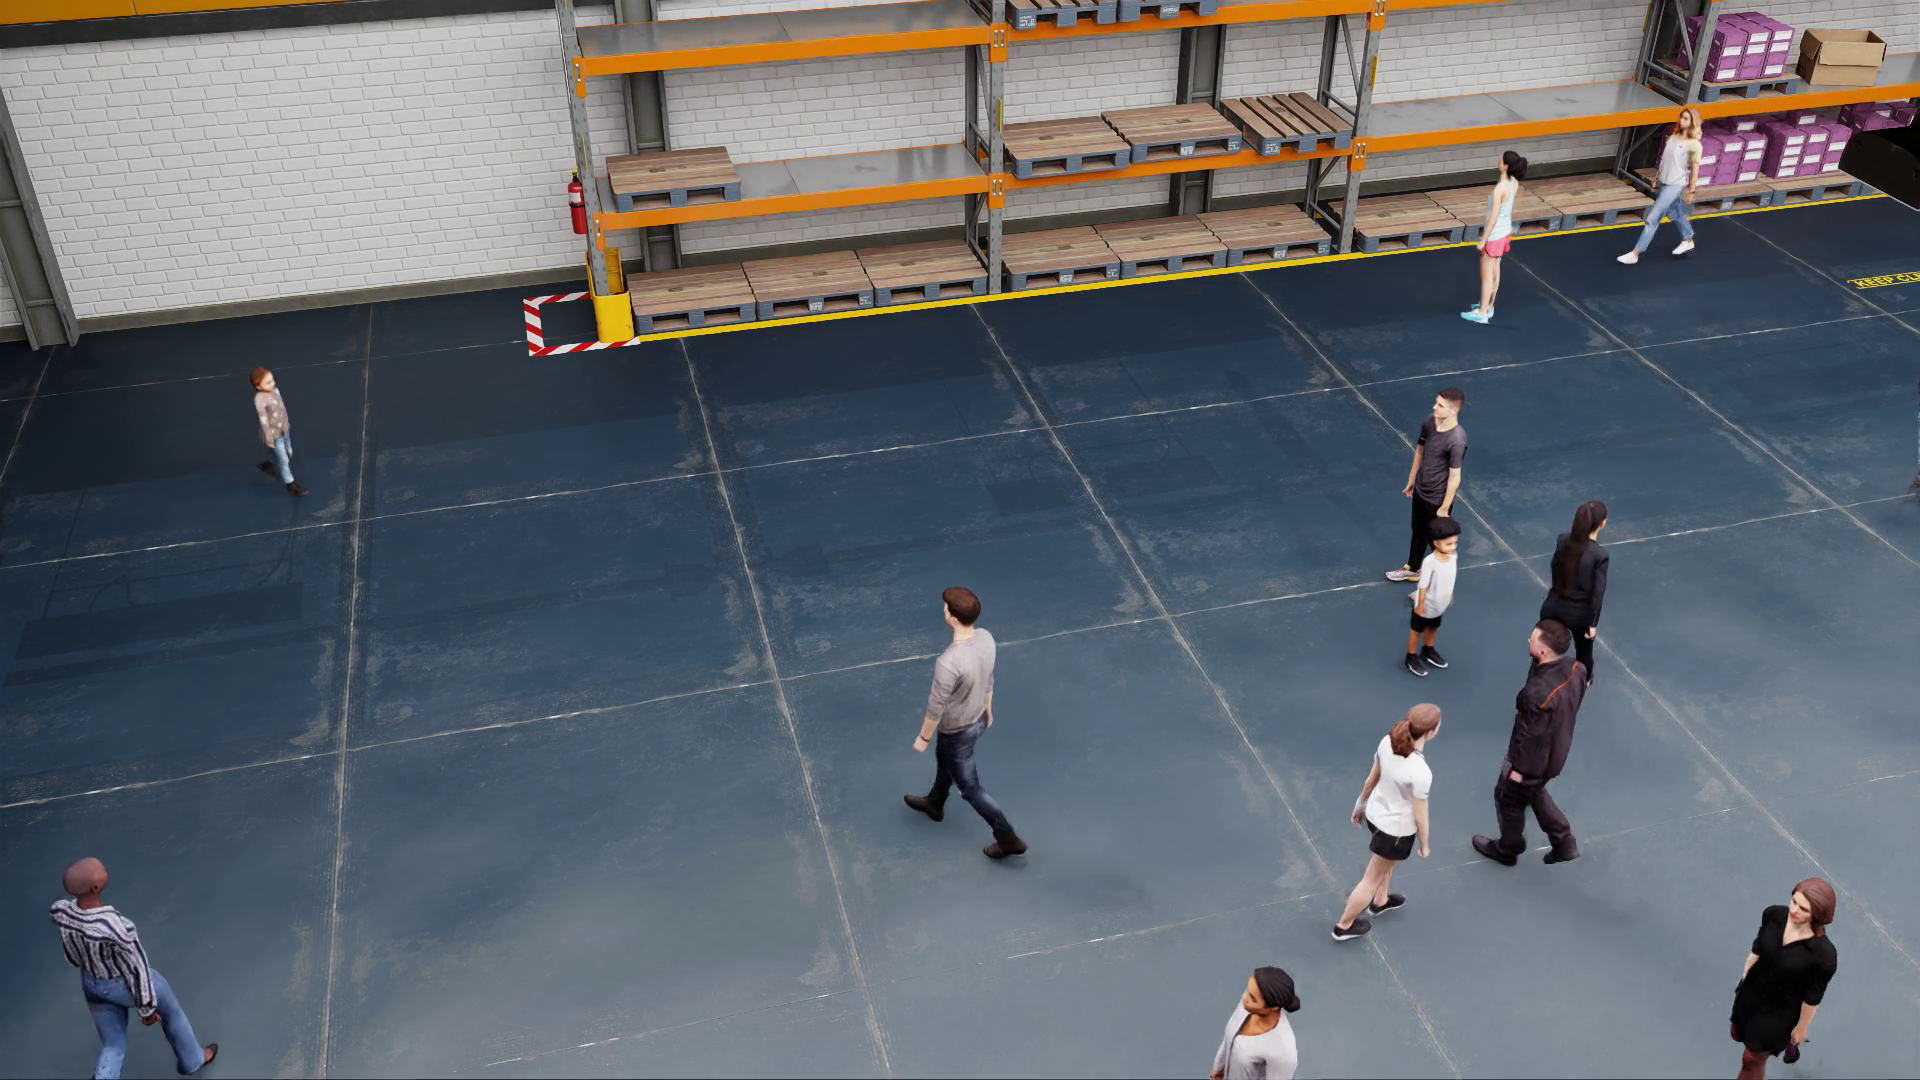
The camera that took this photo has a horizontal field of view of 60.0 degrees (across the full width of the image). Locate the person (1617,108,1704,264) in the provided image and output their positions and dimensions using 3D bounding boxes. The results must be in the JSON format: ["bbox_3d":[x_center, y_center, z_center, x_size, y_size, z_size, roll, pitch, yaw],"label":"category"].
[{"bbox_3d":[7.623,-3.738,17.633,1.171,1.678,0.644,-10,35,-15],"label":"person"}]

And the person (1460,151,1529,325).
[{"bbox_3d":[5.293,-3.002,16.448,0.759,1.765,0.684,25,41,32],"label":"person"}]

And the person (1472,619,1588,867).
[{"bbox_3d":[3.529,1.293,9.925,0.954,1.833,0.975,-25,41,-33],"label":"person"}]

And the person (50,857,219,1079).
[{"bbox_3d":[-4.295,2.359,8.388,1.147,1.758,1.035,7,34,10],"label":"person"}]

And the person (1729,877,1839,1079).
[{"bbox_3d":[4.212,2.339,8.483,0.911,1.687,0.664,-14,36,-20],"label":"person"}]

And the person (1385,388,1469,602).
[{"bbox_3d":[3.555,-0.352,12.462,0.552,1.764,0.660,-11,35,-17],"label":"person"}]

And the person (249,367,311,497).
[{"bbox_3d":[-5.734,-0.912,13.828,0.782,1.184,0.667,8,34,12],"label":"person"}]

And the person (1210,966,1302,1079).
[{"bbox_3d":[1.484,2.652,7.999,1.183,1.701,0.738,-4,34,-6],"label":"person"}]

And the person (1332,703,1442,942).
[{"bbox_3d":[2.369,1.660,9.469,0.828,1.725,0.671,-14,36,-20],"label":"person"}]

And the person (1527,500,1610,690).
[{"bbox_3d":[4.033,0.549,11.195,1.116,1.665,0.904,-21,39,-29],"label":"person"}]

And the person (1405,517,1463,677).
[{"bbox_3d":[3.360,0.377,11.822,0.498,1.258,0.599,-20,38,-27],"label":"person"}]

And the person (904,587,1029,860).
[{"bbox_3d":[0.080,1.161,10.080,1.269,1.880,1.196,17,37,24],"label":"person"}]
